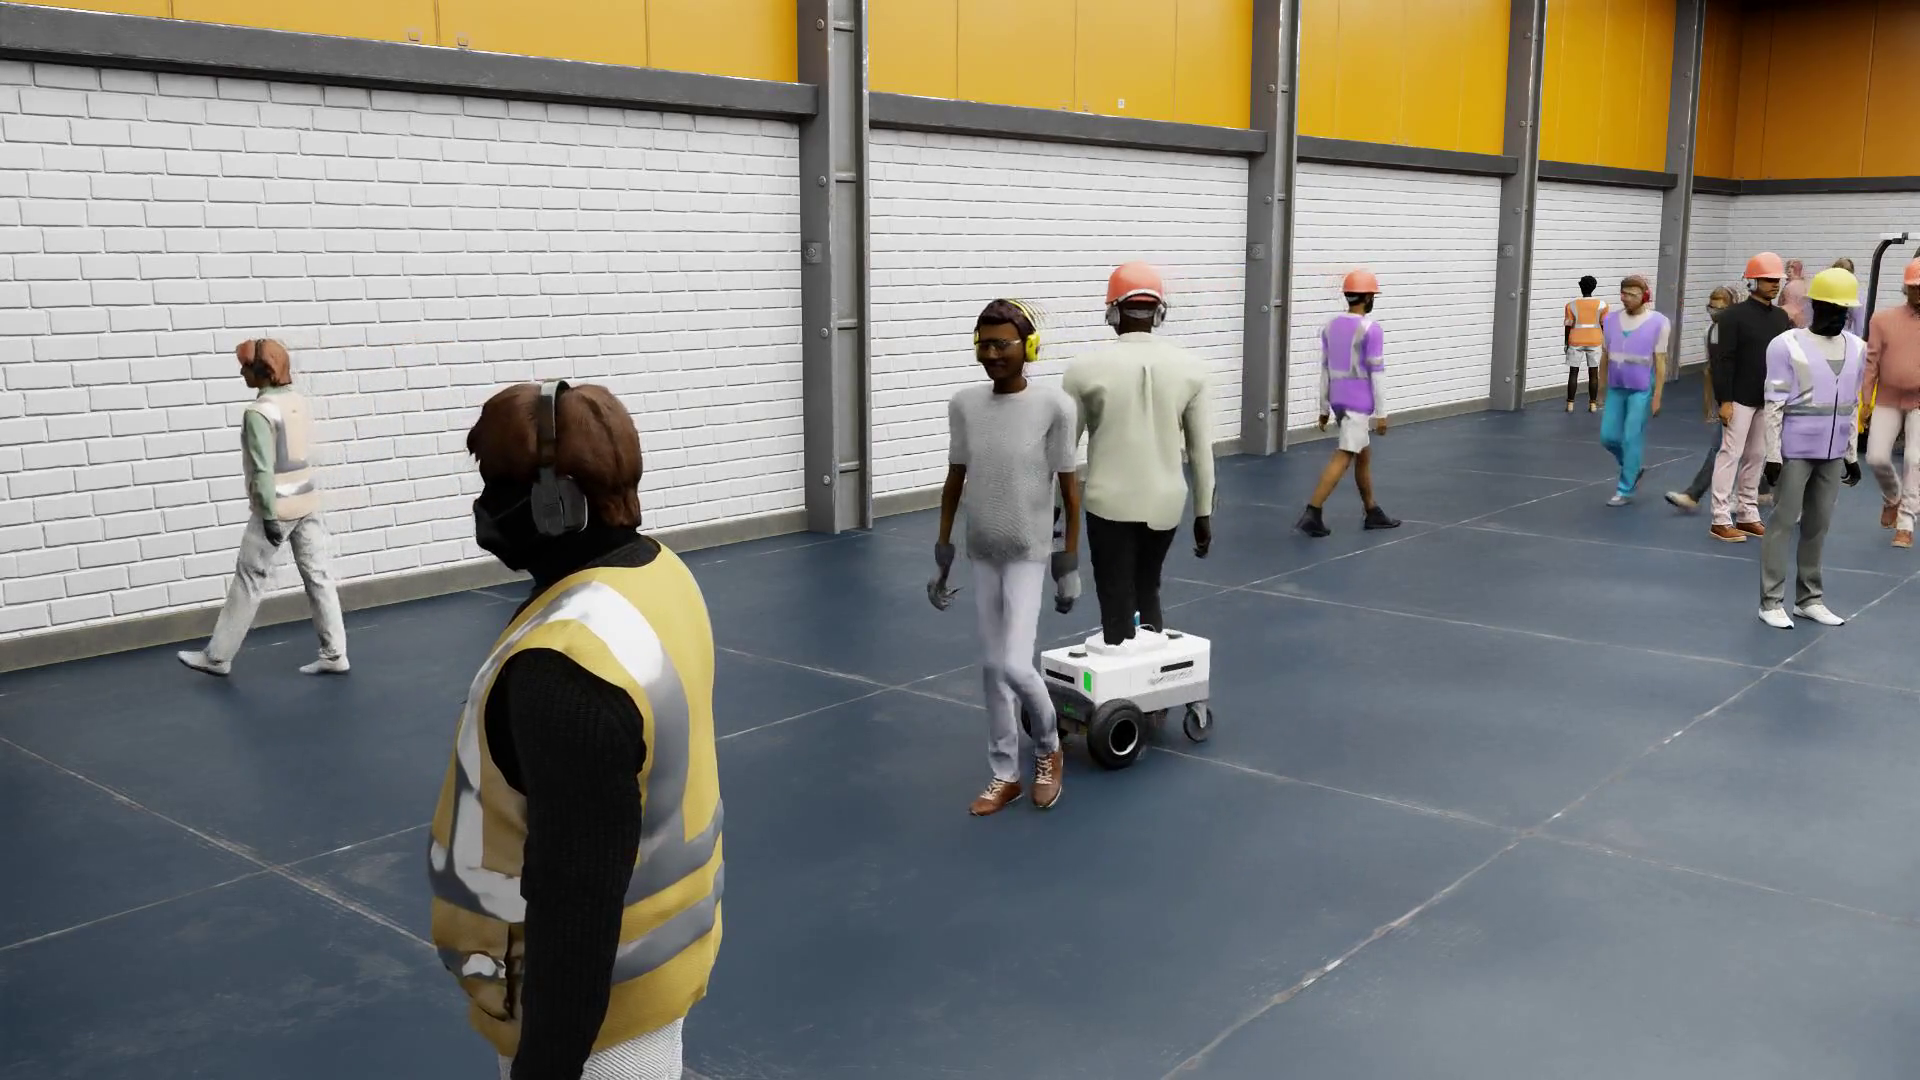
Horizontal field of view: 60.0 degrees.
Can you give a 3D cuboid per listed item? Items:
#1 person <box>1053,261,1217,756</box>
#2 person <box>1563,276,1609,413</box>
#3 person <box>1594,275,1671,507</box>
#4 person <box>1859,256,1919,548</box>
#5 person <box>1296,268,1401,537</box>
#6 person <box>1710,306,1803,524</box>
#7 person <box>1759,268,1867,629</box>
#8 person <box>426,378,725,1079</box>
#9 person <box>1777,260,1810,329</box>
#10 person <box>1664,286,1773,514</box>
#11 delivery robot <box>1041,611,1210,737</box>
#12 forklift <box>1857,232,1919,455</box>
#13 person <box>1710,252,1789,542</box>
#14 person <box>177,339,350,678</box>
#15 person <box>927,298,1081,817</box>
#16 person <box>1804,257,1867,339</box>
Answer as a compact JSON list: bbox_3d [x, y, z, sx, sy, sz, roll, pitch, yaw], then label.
[{"bbox_3d":[0.673,-0.146,6.829,0.629,1.964,0.754,-3,10,-16],"label":"person"},{"bbox_3d":[7.725,-2.415,20.558,0.531,1.694,0.320,3,10,16],"label":"person"},{"bbox_3d":[5.317,-1.176,13.123,0.502,1.823,0.584,-7,12,-36],"label":"person"},{"bbox_3d":[6.509,-0.949,11.387,0.623,1.973,0.570,8,13,39],"label":"person"},{"bbox_3d":[2.760,-0.969,11.757,0.966,1.898,0.554,-5,11,-25],"label":"person"},{"bbox_3d":[5.947,-0.911,12.218,0.781,1.597,0.539,3,11,18],"label":"person"},{"bbox_3d":[4.570,-0.485,8.901,0.586,1.924,0.370,-2,10,-14],"label":"person"},{"bbox_3d":[-0.576,0.675,2.532,0.429,1.843,0.627,0,10,-2],"label":"person"},{"bbox_3d":[11.702,-3.006,23.455,0.682,1.889,0.754,-8,13,-38],"label":"person"},{"bbox_3d":[5.913,-1.071,12.798,1.122,1.740,0.518,-3,10,-15],"label":"person"},{"bbox_3d":[0.678,0.527,6.750,0.707,0.478,0.477,-6,12,-35],"label":"delivery robot"},{"bbox_3d":[9.955,-1.972,16.595,2.313,2.155,1.214,1,10,8],"label":"forklift"},{"bbox_3d":[5.501,-0.986,11.547,0.608,1.995,0.377,-5,11,-25],"label":"person"},{"bbox_3d":[-3.281,-0.135,7.815,0.778,1.605,0.519,1,10,7],"label":"person"},{"bbox_3d":[0.144,0.079,5.902,0.531,1.856,0.391,6,12,32],"label":"person"},{"bbox_3d":[9.674,-2.148,18.372,0.453,1.918,0.650,-7,12,-35],"label":"person"}]
